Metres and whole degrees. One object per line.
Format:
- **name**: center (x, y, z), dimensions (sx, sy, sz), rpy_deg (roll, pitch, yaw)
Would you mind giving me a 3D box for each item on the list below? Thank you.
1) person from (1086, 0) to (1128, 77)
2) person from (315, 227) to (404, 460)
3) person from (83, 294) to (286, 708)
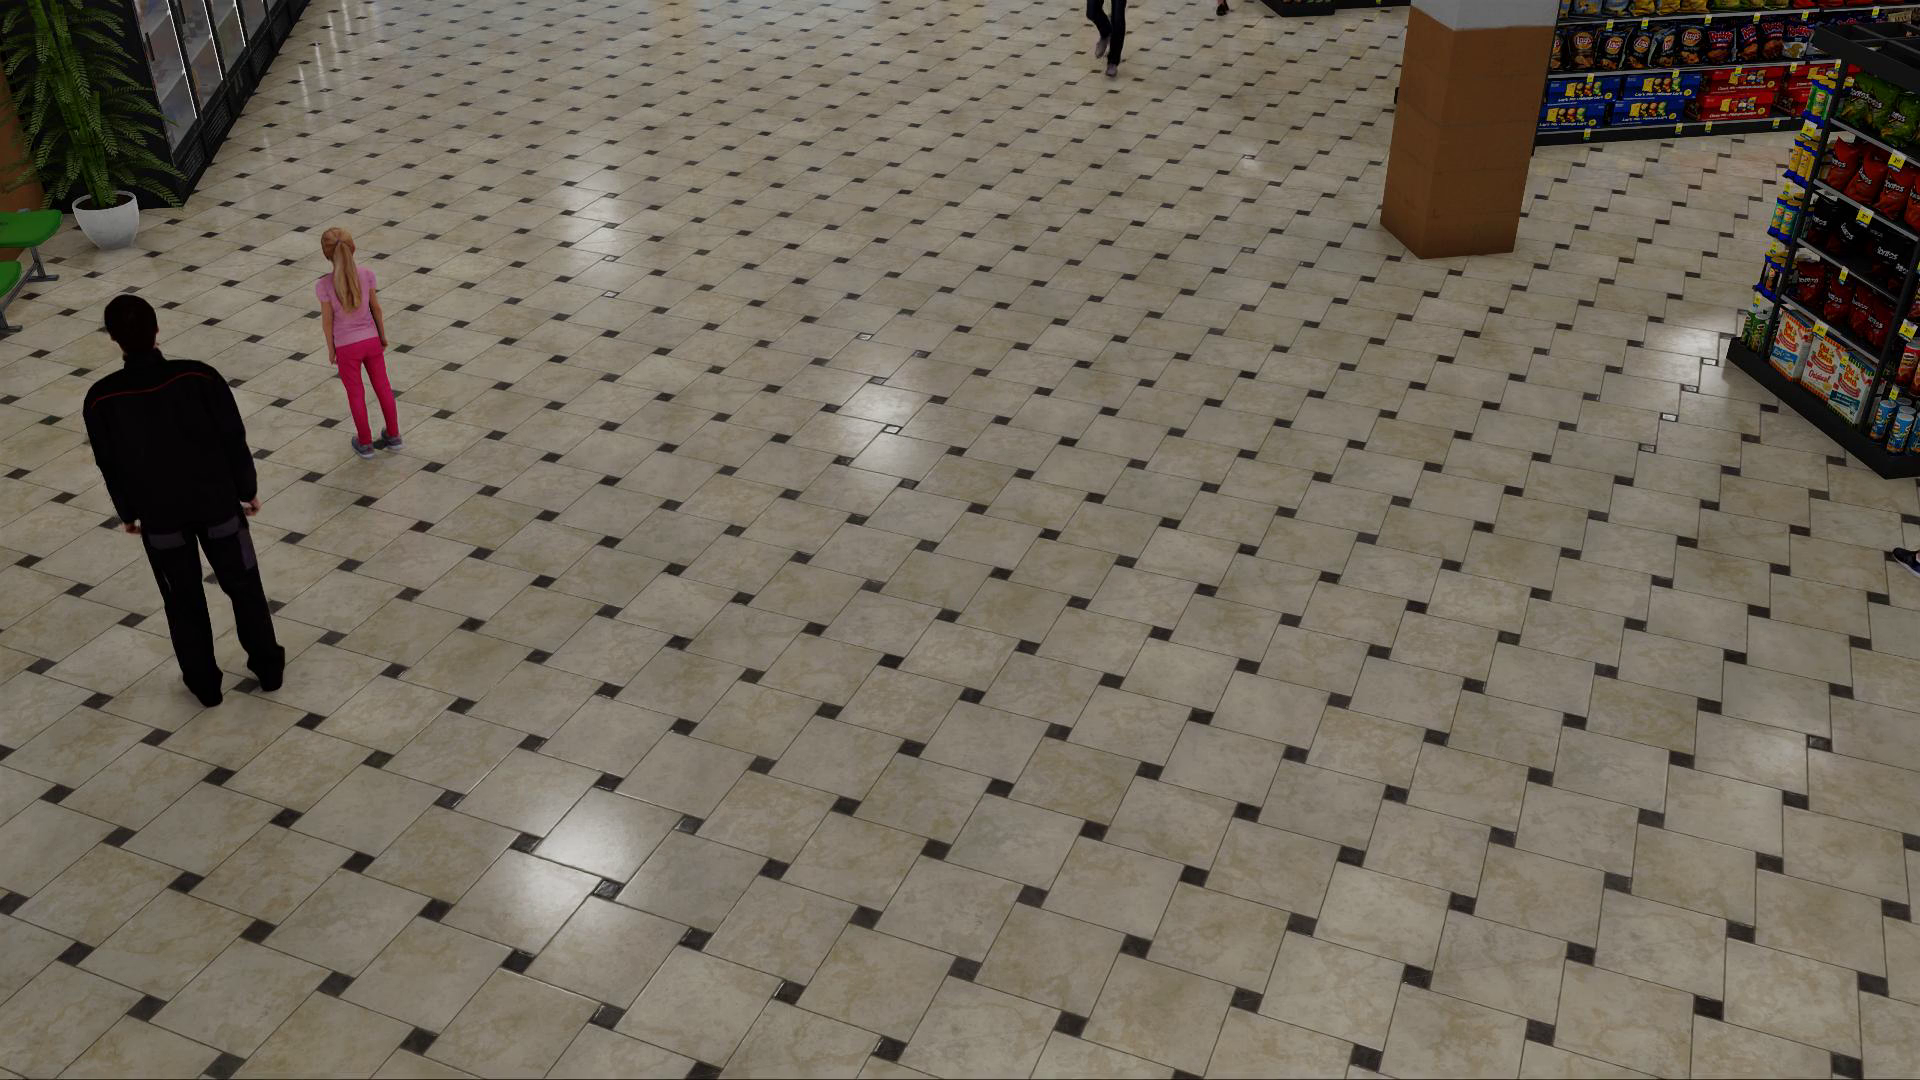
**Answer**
- **person**: center (1.370, -5.116, 14.808), dimensions (0.992, 1.856, 0.999), rpy_deg (10, 33, 16)
- **person**: center (-3.197, -1.051, 8.826), dimensions (0.543, 1.272, 0.619), rpy_deg (-25, 39, -34)
- **person**: center (-3.172, -0.132, 6.814), dimensions (0.592, 1.839, 0.828), rpy_deg (-13, 34, -19)
